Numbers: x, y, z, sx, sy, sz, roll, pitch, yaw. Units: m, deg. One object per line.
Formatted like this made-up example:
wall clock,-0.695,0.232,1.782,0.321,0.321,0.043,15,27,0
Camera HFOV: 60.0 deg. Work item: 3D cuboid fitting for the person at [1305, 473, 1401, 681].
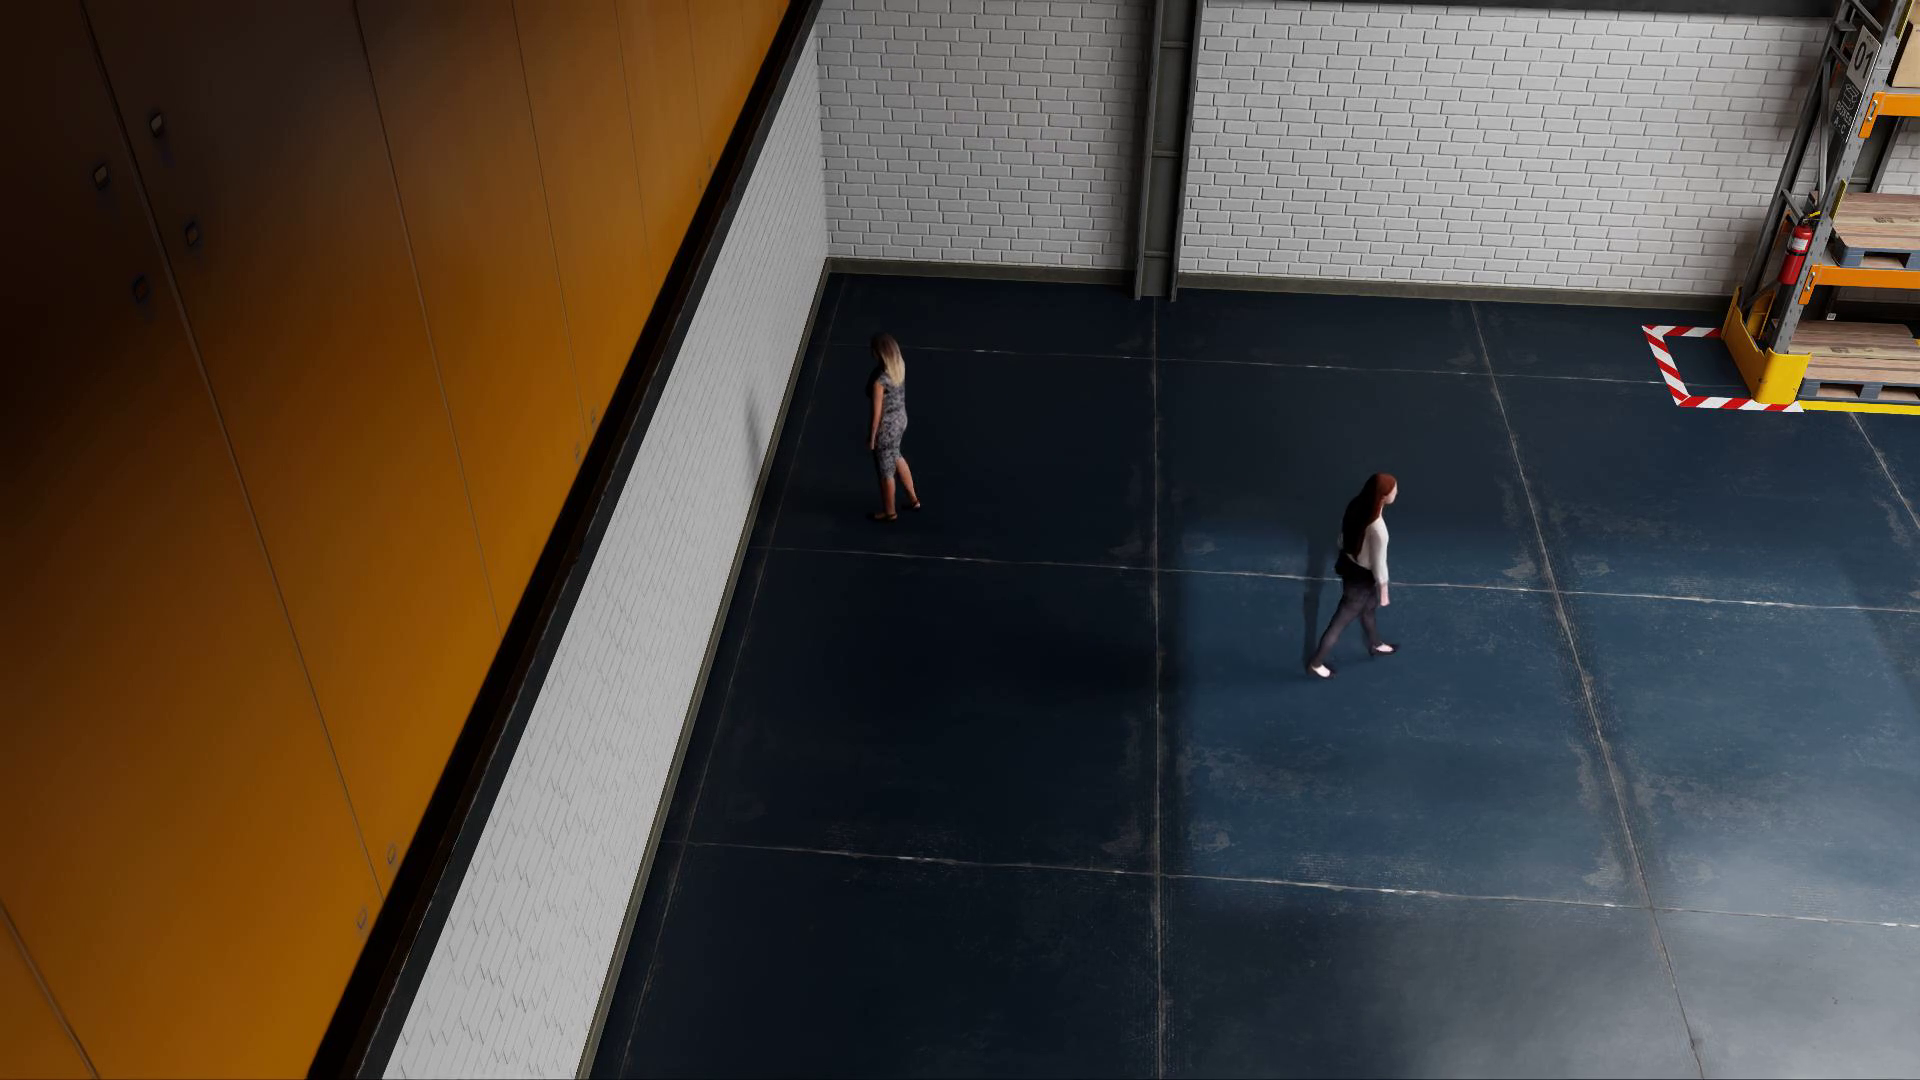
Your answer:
person,2.598,0.289,11.243,1.044,1.731,0.791,-6,39,-8

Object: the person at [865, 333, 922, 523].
person,-0.489,-0.826,12.664,0.729,1.700,0.688,19,42,22
